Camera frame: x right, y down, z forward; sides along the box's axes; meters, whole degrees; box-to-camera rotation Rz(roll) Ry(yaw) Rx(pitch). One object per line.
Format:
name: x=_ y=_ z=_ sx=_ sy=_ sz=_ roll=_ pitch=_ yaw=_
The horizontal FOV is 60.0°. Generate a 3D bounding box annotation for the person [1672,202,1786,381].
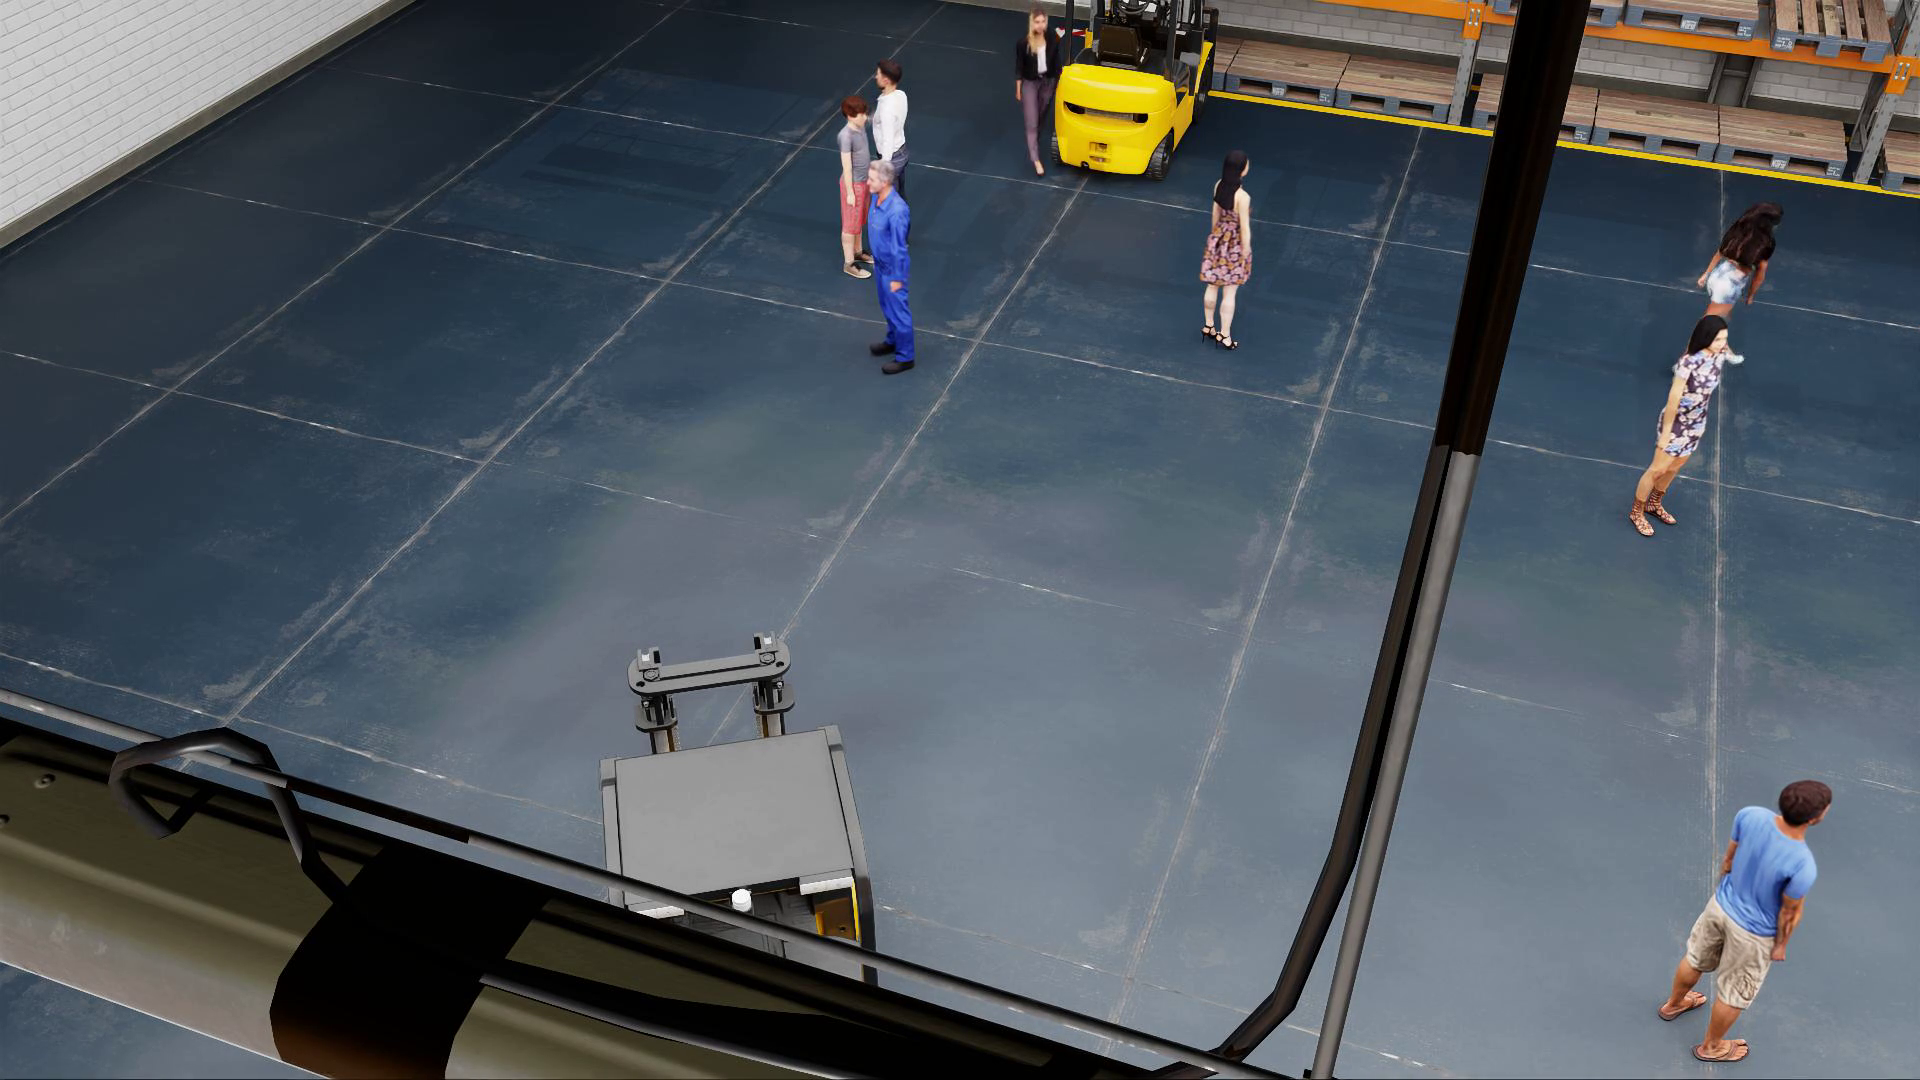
person: x=6.102 y=-1.980 z=13.397 sx=1.022 sy=1.565 sz=0.927 roll=-18 pitch=42 yaw=-21

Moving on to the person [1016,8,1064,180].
person: x=0.748 y=-4.467 z=16.452 sx=1.023 sy=1.639 sz=1.027 roll=-12 pitch=40 yaw=-14

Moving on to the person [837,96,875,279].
person: x=-0.939 y=-3.170 z=14.818 sx=0.516 sy=1.651 sz=0.574 roll=12 pitch=40 yaw=14

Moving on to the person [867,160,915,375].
person: x=-0.550 y=-2.242 z=13.517 sx=0.820 sy=1.825 sz=0.781 roll=-14 pitch=41 yaw=-17

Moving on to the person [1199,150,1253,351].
person: x=2.219 y=-2.393 z=13.747 sx=0.863 sy=1.774 sz=0.792 roll=-22 pitch=44 yaw=-25

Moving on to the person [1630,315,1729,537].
person: x=5.134 y=-0.827 z=11.820 sx=0.669 sy=1.732 sz=0.705 roll=-20 pitch=43 yaw=-23

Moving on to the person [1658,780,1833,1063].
person: x=3.938 y=1.879 z=8.327 sx=0.769 sy=1.862 sz=0.730 roll=-13 pitch=40 yaw=-16

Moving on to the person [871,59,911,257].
person: x=-0.603 y=-3.421 z=14.959 sx=0.595 sy=1.868 sz=0.629 roll=10 pitch=40 yaw=12
